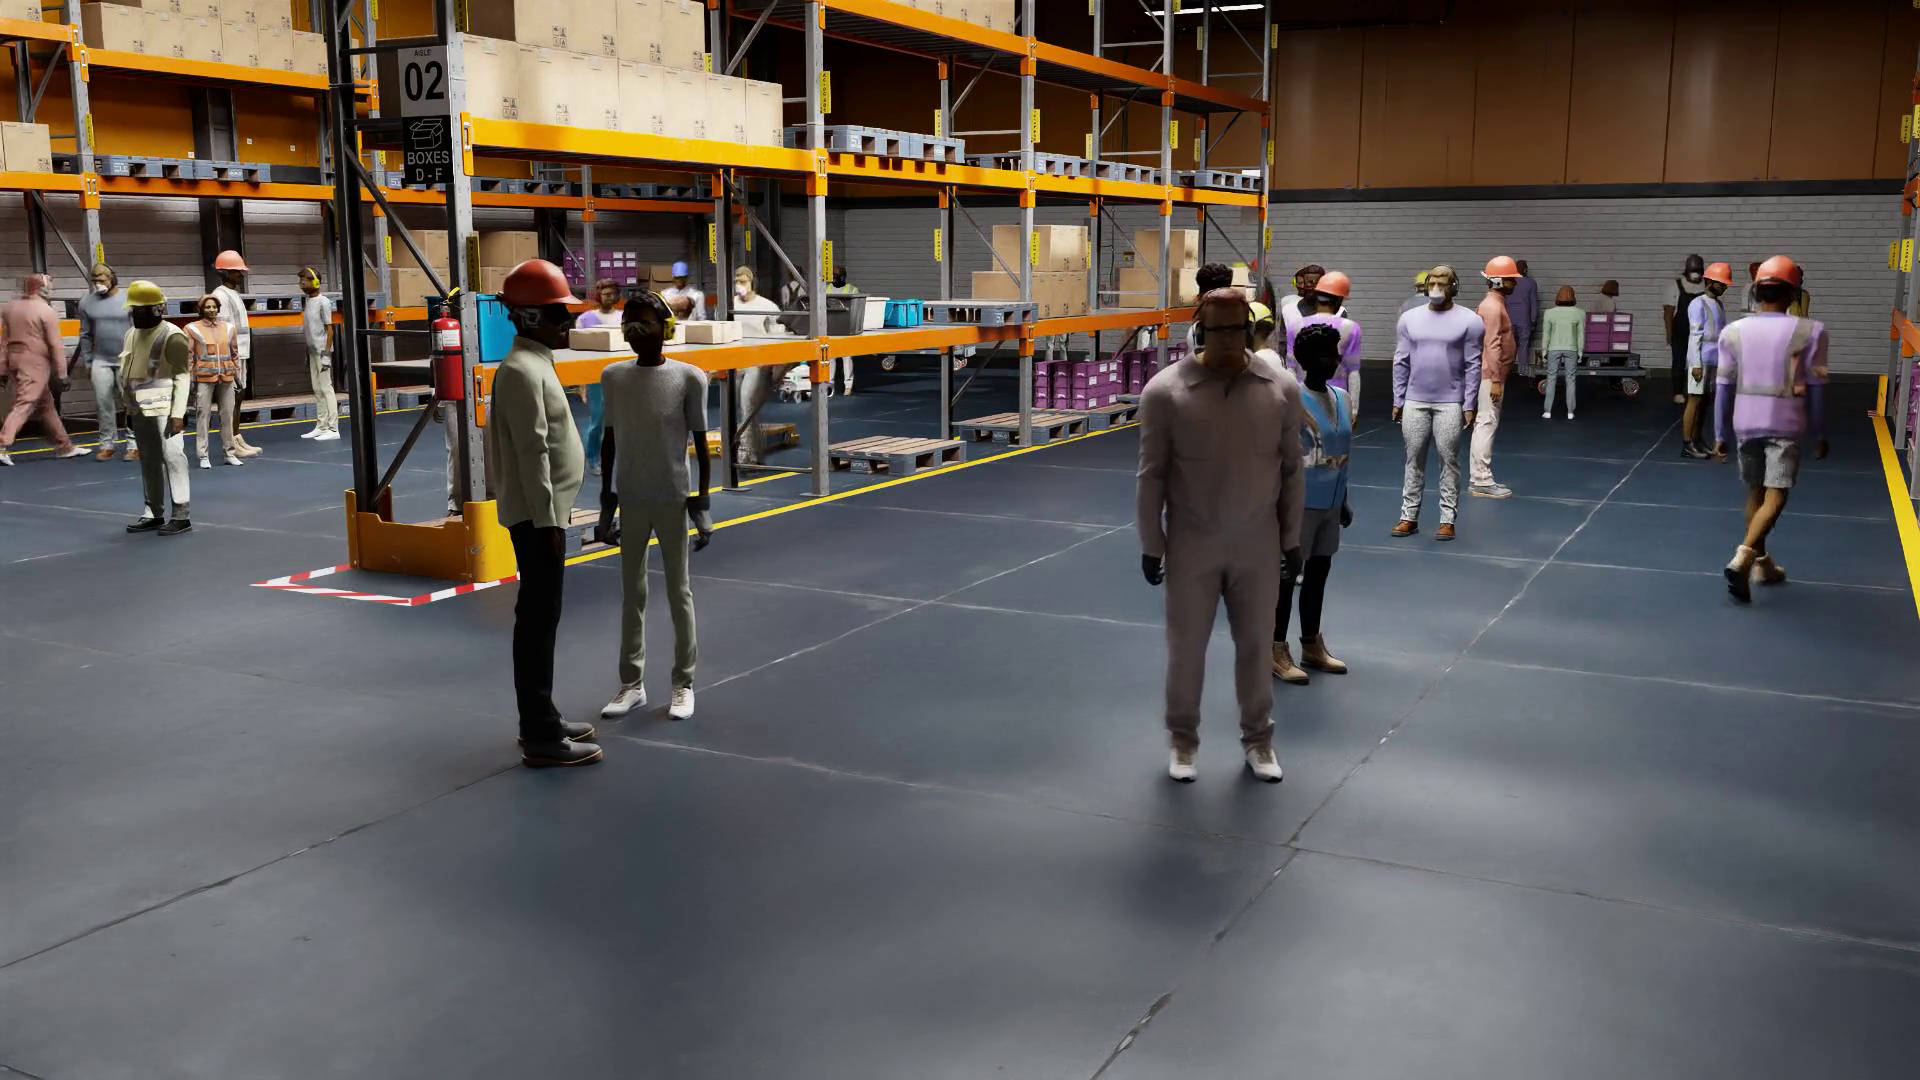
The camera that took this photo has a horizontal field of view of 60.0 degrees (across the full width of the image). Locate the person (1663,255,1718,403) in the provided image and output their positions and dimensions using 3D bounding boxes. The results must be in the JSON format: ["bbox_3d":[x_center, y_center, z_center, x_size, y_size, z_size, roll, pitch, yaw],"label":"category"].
[{"bbox_3d":[9.738,-2.805,22.112,0.695,2.000,0.965,2,10,12],"label":"person"}]

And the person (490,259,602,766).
[{"bbox_3d":[-1.660,-0.105,6.617,0.375,1.995,0.611,-3,10,-15],"label":"person"}]

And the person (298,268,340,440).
[{"bbox_3d":[-6.964,-2.009,18.021,0.328,1.865,0.521,-9,14,-43],"label":"person"}]

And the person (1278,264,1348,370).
[{"bbox_3d":[3.034,-1.413,14.408,0.592,1.919,0.392,5,11,28],"label":"person"}]

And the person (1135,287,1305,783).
[{"bbox_3d":[0.996,-0.009,6.363,0.649,1.895,0.401,-1,10,-5],"label":"person"}]

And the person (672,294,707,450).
[{"bbox_3d":[-2.794,-1.646,16.626,0.508,1.608,0.691,5,11,27],"label":"person"}]

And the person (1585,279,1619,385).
[{"bbox_3d":[9.856,-3.162,25.408,0.405,1.623,0.502,0,10,3],"label":"person"}]

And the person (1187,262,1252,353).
[{"bbox_3d":[1.649,-0.798,10.722,0.603,1.963,0.368,-9,13,-43],"label":"person"}]

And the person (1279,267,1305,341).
[{"bbox_3d":[3.770,-2.070,18.372,0.521,1.865,0.328,1,10,6],"label":"person"}]

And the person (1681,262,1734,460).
[{"bbox_3d":[7.373,-1.759,16.386,0.543,1.928,0.373,-9,14,-44],"label":"person"}]

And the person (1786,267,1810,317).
[{"bbox_3d":[10.870,-2.654,21.810,0.626,1.846,0.429,-3,10,-18],"label":"person"}]

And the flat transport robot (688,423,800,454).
[{"bbox_3d":[-2.195,-1.052,17.081,0.652,0.197,1.431,3,10,15],"label":"flat transport robot"}]

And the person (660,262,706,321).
[{"bbox_3d":[-3.527,-2.557,21.091,0.637,1.889,1.011,0,10,0],"label":"person"}]

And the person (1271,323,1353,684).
[{"bbox_3d":[1.668,-0.177,7.897,0.532,1.696,0.319,-8,13,-39],"label":"person"}]

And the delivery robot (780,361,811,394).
[{"bbox_3d":[-2.119,-2.191,22.585,0.477,0.478,0.707,8,13,39],"label":"delivery robot"}]

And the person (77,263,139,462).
[{"bbox_3d":[-8.225,-1.720,16.175,0.640,1.926,0.415,-1,10,-7],"label":"person"}]

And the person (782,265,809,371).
[{"bbox_3d":[-2.535,-3.454,26.490,0.541,1.822,0.759,3,10,15],"label":"person"}]

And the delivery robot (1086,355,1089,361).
[{"bbox_3d":[1.847,-2.397,23.775,0.477,0.478,0.707,9,13,43],"label":"delivery robot"}]

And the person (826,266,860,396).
[{"bbox_3d":[-1.720,-2.964,23.629,0.619,1.839,0.430,2,10,13],"label":"person"}]

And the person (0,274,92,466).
[{"bbox_3d":[-8.946,-1.640,16.005,0.646,1.846,1.058,5,11,28],"label":"person"}]

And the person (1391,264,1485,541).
[{"bbox_3d":[3.361,-0.968,11.774,0.631,1.940,0.372,6,11,31],"label":"person"}]

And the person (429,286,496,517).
[{"bbox_3d":[-3.626,-1.033,12.316,0.572,1.883,0.353,-2,10,-10],"label":"person"}]

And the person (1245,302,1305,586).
[{"bbox_3d":[1.965,-0.608,10.345,0.649,1.720,0.593,4,11,22],"label":"person"}]

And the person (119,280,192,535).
[{"bbox_3d":[-5.802,-0.947,11.970,0.588,1.830,0.404,5,11,25],"label":"person"}]

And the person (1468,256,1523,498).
[{"bbox_3d":[4.440,-1.353,13.837,0.381,1.994,0.622,2,10,12],"label":"person"}]

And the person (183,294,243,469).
[{"bbox_3d":[-7.045,-1.498,15.709,0.307,1.639,0.525,9,13,42],"label":"person"}]

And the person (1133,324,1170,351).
[{"bbox_3d":[2.915,-3.254,25.343,0.586,1.823,0.403,-1,10,-5],"label":"person"}]

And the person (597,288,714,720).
[{"bbox_3d":[-1.326,-0.147,7.218,0.521,1.873,0.334,2,10,10],"label":"person"}]

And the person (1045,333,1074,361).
[{"bbox_3d":[1.517,-3.406,25.914,0.587,1.930,0.361,3,10,15],"label":"person"}]

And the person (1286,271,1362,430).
[{"bbox_3d":[2.633,-1.005,12.135,0.548,1.902,0.868,4,10,20],"label":"person"}]

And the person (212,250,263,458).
[{"bbox_3d":[-7.165,-1.831,16.466,0.376,2.042,0.615,-2,10,-12],"label":"person"}]

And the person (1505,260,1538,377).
[{"bbox_3d":[9.154,-3.629,27.276,0.651,1.906,0.403,7,12,36],"label":"person"}]

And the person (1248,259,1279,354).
[{"bbox_3d":[4.814,-3.481,26.401,1.065,1.930,0.625,1,10,4],"label":"person"}]

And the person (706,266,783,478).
[{"bbox_3d":[-1.990,-1.507,15.027,0.635,1.899,0.929,4,11,22],"label":"person"}]

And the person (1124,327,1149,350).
[{"bbox_3d":[2.840,-3.397,26.102,0.871,1.859,0.711,1,10,4],"label":"person"}]

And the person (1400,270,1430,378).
[{"bbox_3d":[5.605,-2.370,20.255,0.605,1.810,0.608,9,13,41],"label":"person"}]

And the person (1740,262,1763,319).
[{"bbox_3d":[11.516,-3.079,24.158,0.356,1.883,0.573,1,10,4],"label":"person"}]

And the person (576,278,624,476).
[{"bbox_3d":[-3.157,-1.436,14.867,0.577,1.812,0.928,-5,11,-28],"label":"person"}]

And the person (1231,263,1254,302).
[{"bbox_3d":[4.287,-3.290,25.438,1.024,1.875,0.590,6,12,31],"label":"person"}]

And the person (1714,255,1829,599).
[{"bbox_3d":[4.754,-0.668,9.837,0.958,2.017,0.605,-8,13,-41],"label":"person"}]

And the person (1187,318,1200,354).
[{"bbox_3d":[2.134,-1.244,13.943,0.486,1.743,0.299,0,10,-1],"label":"person"}]

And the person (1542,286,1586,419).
[{"bbox_3d":[7.372,-2.290,20.344,0.497,1.626,0.287,4,10,20],"label":"person"}]
